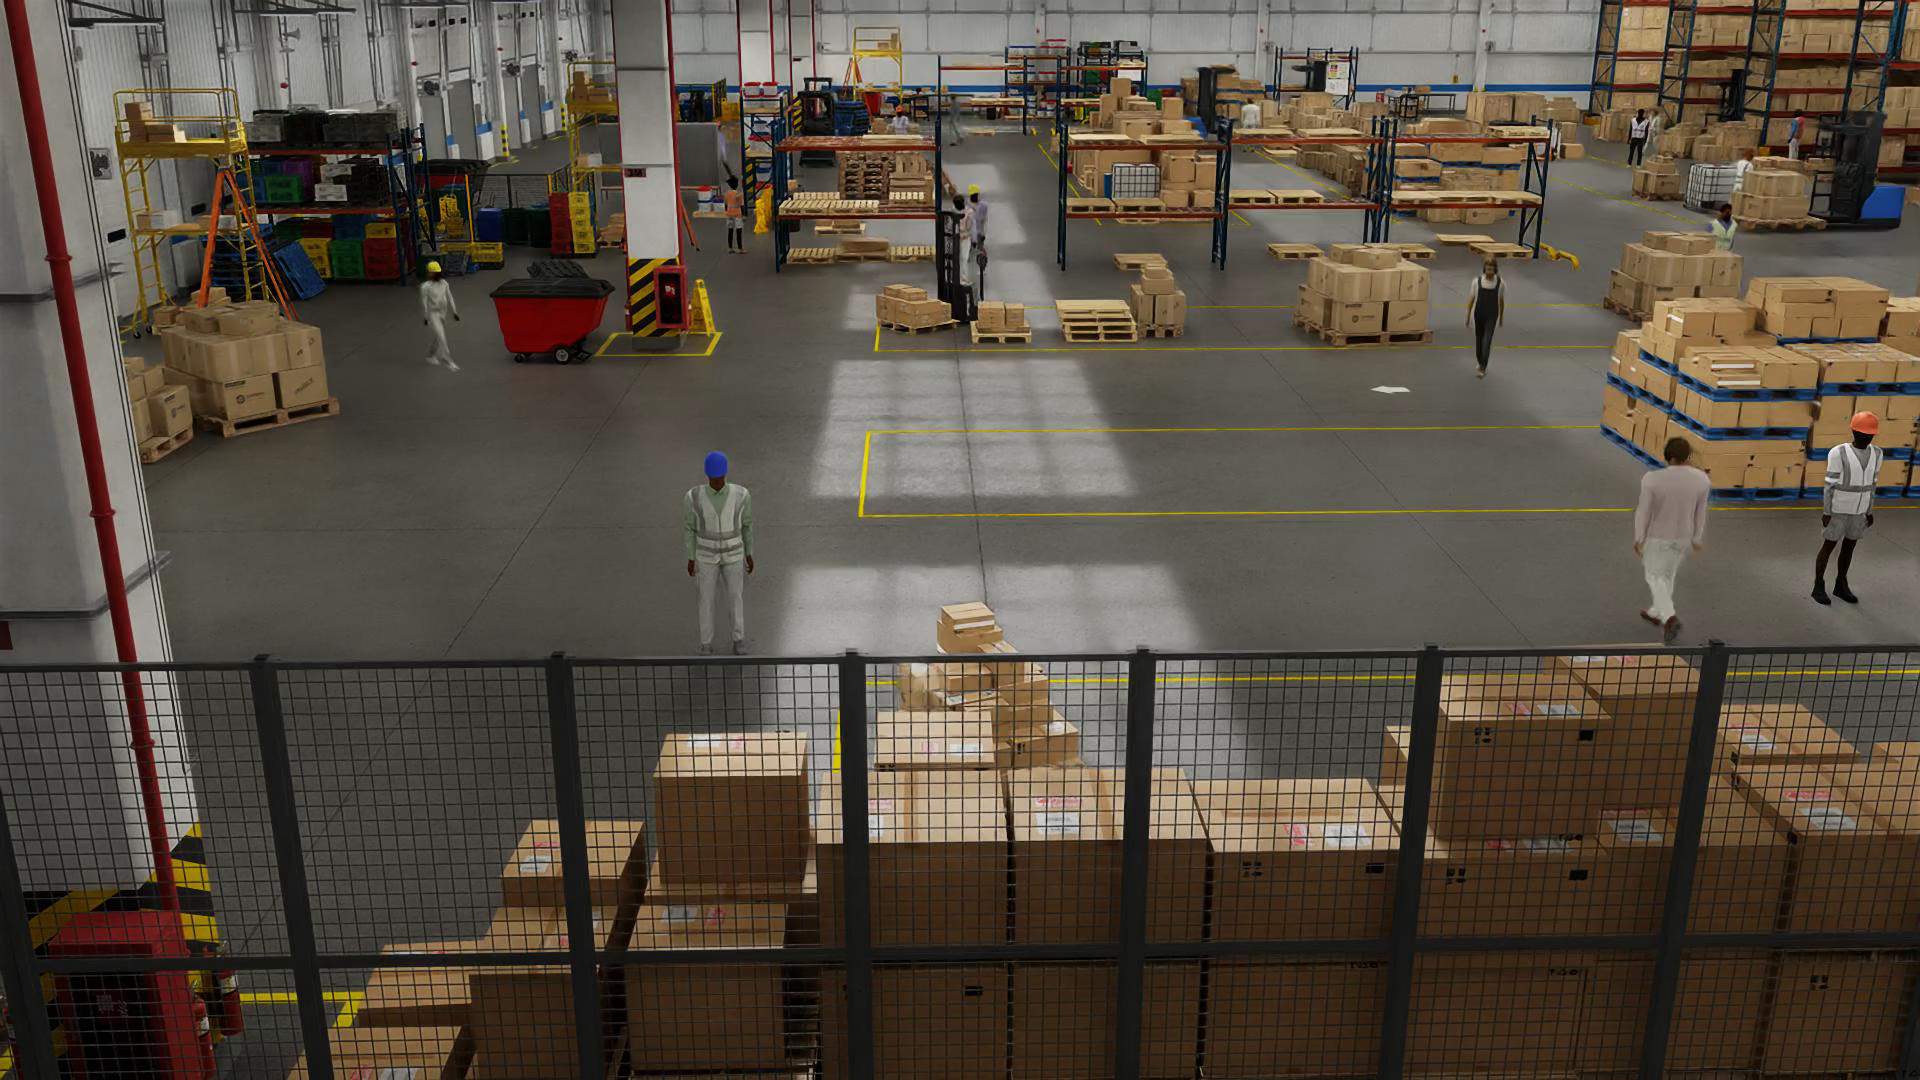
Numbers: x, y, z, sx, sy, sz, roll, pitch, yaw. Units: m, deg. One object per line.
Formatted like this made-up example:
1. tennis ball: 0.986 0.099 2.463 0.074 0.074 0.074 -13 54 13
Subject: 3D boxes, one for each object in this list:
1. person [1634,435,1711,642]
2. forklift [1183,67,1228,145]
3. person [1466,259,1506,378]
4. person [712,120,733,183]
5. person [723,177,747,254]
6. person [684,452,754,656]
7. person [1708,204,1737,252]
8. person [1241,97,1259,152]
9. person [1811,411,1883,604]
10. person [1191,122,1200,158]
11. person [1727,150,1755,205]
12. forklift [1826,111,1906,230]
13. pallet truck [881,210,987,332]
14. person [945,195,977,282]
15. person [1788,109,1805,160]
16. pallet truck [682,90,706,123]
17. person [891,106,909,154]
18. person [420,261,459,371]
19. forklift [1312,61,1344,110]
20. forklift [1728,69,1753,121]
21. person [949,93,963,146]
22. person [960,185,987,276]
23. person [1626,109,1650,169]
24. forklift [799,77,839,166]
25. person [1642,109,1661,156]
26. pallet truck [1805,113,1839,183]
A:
1. person: 6.592 -0.004 15.394 0.638 1.914 0.854 -1 19 -3
2. forklift: 8.914 -15.889 61.007 1.873 2.768 1.129 -1 19 -2
3. person: 8.177 -3.482 25.873 0.526 1.808 0.957 8 20 23
4. person: -7.269 -11.693 50.121 1.015 1.874 0.544 -12 22 -32
5. person: -5.032 -7.253 37.209 0.535 1.699 0.318 10 21 27
6. person: -2.152 0.137 14.905 0.615 1.943 0.405 -4 19 -11
7. person: 14.421 -5.469 31.660 0.610 1.874 1.004 -2 19 -7
8. person: 10.294 -14.762 59.117 0.629 1.940 0.373 2 19 7
9. person: 8.698 -0.315 16.258 0.545 1.938 0.358 -3 19 -8
10. person: 7.315 -12.385 52.539 0.548 1.623 0.385 -3 19 -8
11. person: 19.805 -8.921 41.981 1.029 1.816 0.579 -4 19 -13
12. forklift: 22.120 -9.074 40.790 1.873 2.768 1.129 -1 19 -2
13. pallet truck: -0.493 -4.759 29.349 1.885 1.965 0.823 -13 23 -34
14. person: -0.007 -5.995 33.334 0.639 1.786 0.953 6 20 18
15. person: 27.523 -13.275 54.851 0.627 1.847 0.429 -14 23 -36
16. pallet truck: -9.671 -15.907 62.421 0.823 1.965 1.885 5 19 15
17. person: -2.034 -13.400 55.149 0.575 1.885 0.980 8 20 22
18. person: -8.250 -3.563 26.271 0.893 1.700 0.503 13 22 33
19. forklift: 14.207 -17.532 65.881 1.873 2.768 1.129 -1 19 -2
20. forklift: 27.973 -15.491 59.826 1.873 2.768 1.129 -1 19 -1
21. person: -0.210 -15.490 61.293 0.464 1.927 0.629 4 19 11
22. person: 0.261 -6.340 34.210 0.607 1.878 0.953 12 22 32
23. person: 22.071 -13.066 54.134 0.594 1.910 0.384 12 22 32
24. forklift: -4.644 -13.871 55.021 1.129 2.768 1.873 2 19 5
25. person: 24.056 -14.162 57.867 0.855 1.595 0.516 -17 25 -41
26. pallet truck: 26.403 -11.957 50.702 0.823 1.965 1.885 6 19 16
